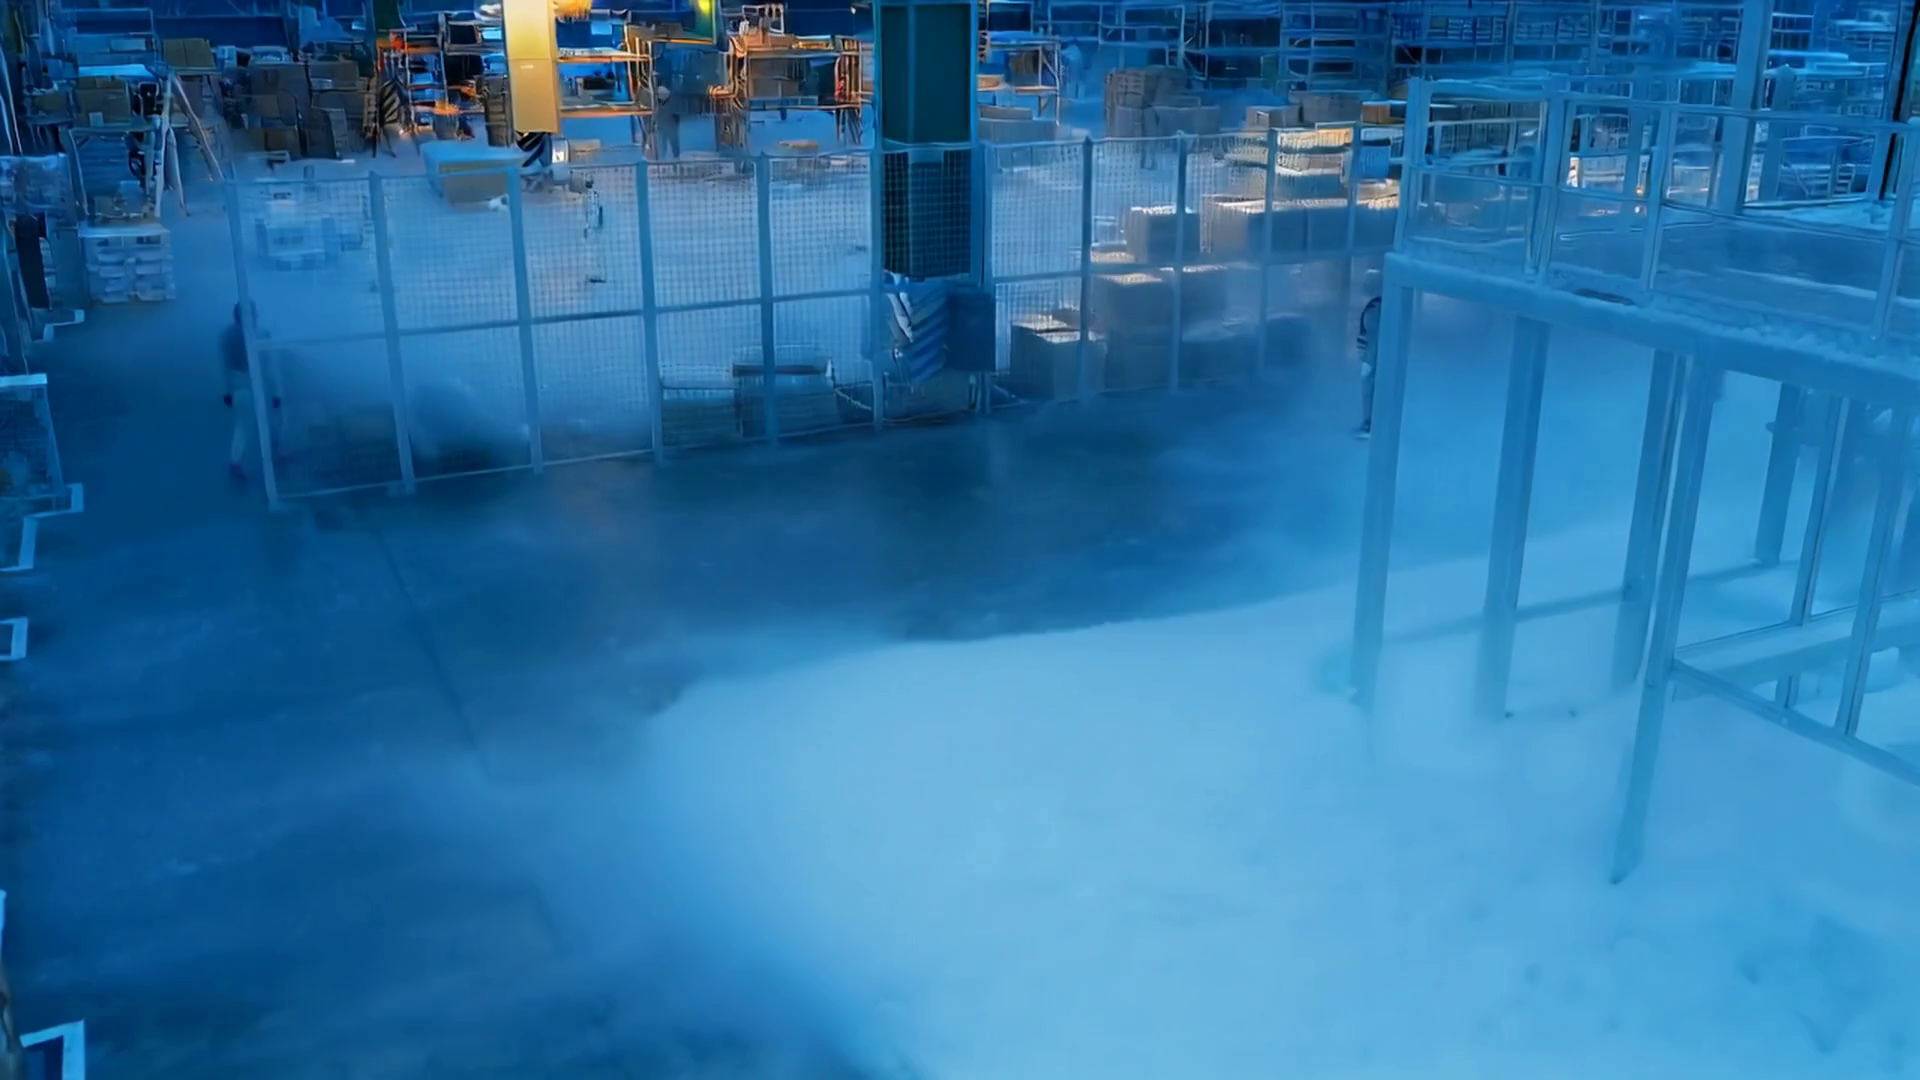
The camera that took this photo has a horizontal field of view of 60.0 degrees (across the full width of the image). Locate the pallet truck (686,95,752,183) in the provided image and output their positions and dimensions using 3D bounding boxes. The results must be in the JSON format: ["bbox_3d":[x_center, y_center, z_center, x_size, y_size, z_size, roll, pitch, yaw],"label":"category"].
[{"bbox_3d":[-5.836,-9.608,39.856,0.823,1.965,1.885,10,22,27],"label":"pallet truck"}]

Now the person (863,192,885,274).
[{"bbox_3d":[-1.136,-4.140,24.243,0.429,1.839,0.633,11,22,29],"label":"person"}]

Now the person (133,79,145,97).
[{"bbox_3d":[-25.342,-13.403,51.414,0.526,1.631,0.314,5,20,13],"label":"person"}]

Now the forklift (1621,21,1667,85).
[{"bbox_3d":[28.230,-19.790,68.038,1.873,2.768,1.129,-9,21,-25],"label":"forklift"}]

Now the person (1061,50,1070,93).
[{"bbox_3d":[4.332,-19.196,68.100,0.318,1.700,0.535,7,20,21],"label":"person"}]

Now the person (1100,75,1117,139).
[{"bbox_3d":[4.427,-12.927,49.697,0.511,1.859,0.322,13,23,33],"label":"person"}]

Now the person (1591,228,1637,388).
[{"bbox_3d":[8.024,-2.847,20.256,0.612,1.997,0.375,10,21,27],"label":"person"}]

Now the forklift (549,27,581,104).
[{"bbox_3d":[-15.298,-17.688,61.945,1.873,2.768,1.129,-9,21,-25],"label":"forklift"}]

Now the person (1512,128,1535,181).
[{"bbox_3d":[11.801,-7.732,34.826,0.486,1.731,0.459,9,21,24],"label":"person"}]

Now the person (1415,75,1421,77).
[{"bbox_3d":[14.026,-13.395,51.181,0.524,1.769,0.314,-18,26,-42],"label":"person"}]

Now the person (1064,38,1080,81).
[{"bbox_3d":[4.866,-20.931,72.746,0.649,1.953,0.908,-3,19,-7],"label":"person"}]

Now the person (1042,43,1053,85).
[{"bbox_3d":[3.850,-20.778,72.492,0.533,1.827,0.644,-9,21,-24],"label":"person"}]

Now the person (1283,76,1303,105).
[{"bbox_3d":[9.684,-12.515,48.422,0.628,1.909,1.029,-10,21,-26],"label":"person"}]

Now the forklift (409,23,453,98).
[{"bbox_3d":[-21.103,-18.763,65.061,1.873,2.768,1.129,9,21,25],"label":"forklift"}]

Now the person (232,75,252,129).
[{"bbox_3d":[-22.656,-13.812,52.536,0.538,1.674,0.707,-7,20,-19],"label":"person"}]

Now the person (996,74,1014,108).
[{"bbox_3d":[1.333,-12.965,49.757,0.574,1.886,0.360,8,20,21],"label":"person"}]

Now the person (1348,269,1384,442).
[{"bbox_3d":[4.432,-1.994,17.954,0.355,1.886,0.572,6,20,18],"label":"person"}]

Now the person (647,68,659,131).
[{"bbox_3d":[-9.583,-13.807,52.116,0.359,1.938,0.635,-11,22,-28],"label":"person"}]

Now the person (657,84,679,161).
[{"bbox_3d":[-7.700,-11.000,43.825,0.563,2.000,0.707,-17,26,-41],"label":"person"}]

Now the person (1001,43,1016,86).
[{"bbox_3d":[1.991,-19.573,68.832,0.629,1.940,0.373,3,19,10],"label":"person"}]

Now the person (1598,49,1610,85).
[{"bbox_3d":[26.919,-19.644,69.428,0.566,1.684,0.542,-14,23,-34],"label":"person"}]

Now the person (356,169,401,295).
[{"bbox_3d":[-9.102,-4.799,25.992,0.617,1.944,0.404,9,21,25],"label":"person"}]

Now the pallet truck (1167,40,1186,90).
[{"bbox_3d":[9.045,-19.971,69.895,0.823,1.965,1.885,-3,19,-8],"label":"pallet truck"}]

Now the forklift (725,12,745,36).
[{"bbox_3d":[-10.835,-24.077,80.465,1.129,2.768,1.873,-9,21,-25],"label":"forklift"}]

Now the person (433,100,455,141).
[{"bbox_3d":[-12.255,-9.458,39.527,0.594,1.924,0.379,12,22,30],"label":"person"}]

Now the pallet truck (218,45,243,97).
[{"bbox_3d":[-28.879,-18.665,66.111,0.823,1.965,1.885,-3,19,-9],"label":"pallet truck"}]

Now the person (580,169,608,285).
[{"bbox_3d":[-5.933,-5.062,26.882,0.329,1.865,0.518,-13,23,-34],"label":"person"}]

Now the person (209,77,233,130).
[{"bbox_3d":[-22.551,-13.293,50.730,1.002,1.878,0.611,17,25,41],"label":"person"}]

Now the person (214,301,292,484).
[{"bbox_3d":[-7.093,-1.479,16.596,0.626,1.808,0.875,1,19,4],"label":"person"}]

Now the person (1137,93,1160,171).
[{"bbox_3d":[4.746,-10.262,41.865,0.578,1.927,0.430,0,19,0],"label":"person"}]

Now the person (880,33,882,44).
[{"bbox_3d":[-3.773,-23.951,81.523,0.542,1.938,0.357,7,20,19],"label":"person"}]

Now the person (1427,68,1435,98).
[{"bbox_3d":[16.098,-15.371,57.098,0.513,1.642,0.313,-16,25,-38],"label":"person"}]
